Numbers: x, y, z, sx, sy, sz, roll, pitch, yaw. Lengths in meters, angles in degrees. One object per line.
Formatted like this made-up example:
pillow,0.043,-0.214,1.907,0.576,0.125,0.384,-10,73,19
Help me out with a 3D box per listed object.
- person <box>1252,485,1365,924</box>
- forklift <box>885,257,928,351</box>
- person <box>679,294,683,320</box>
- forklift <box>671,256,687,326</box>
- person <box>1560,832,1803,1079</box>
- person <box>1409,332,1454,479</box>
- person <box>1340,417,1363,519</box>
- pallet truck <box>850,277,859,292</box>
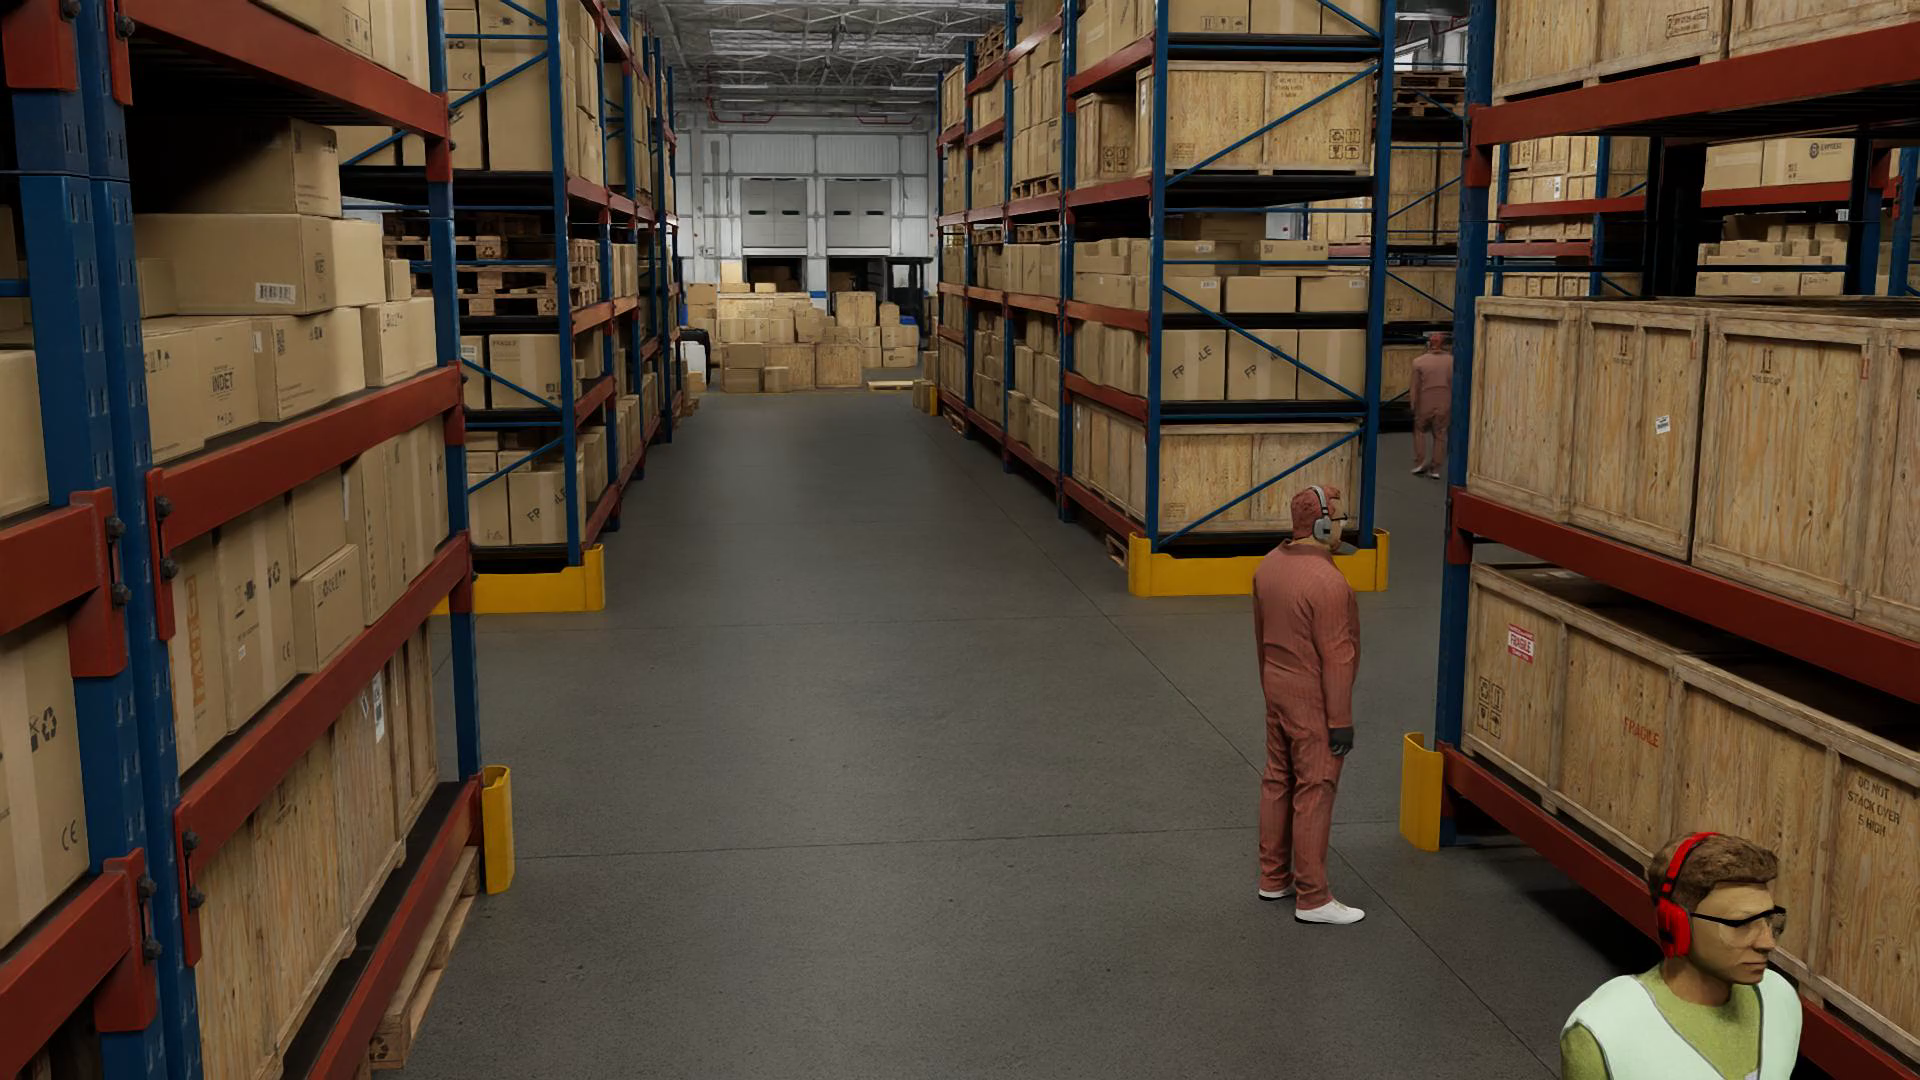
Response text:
person,1.538,0.709,7.270,0.407,1.910,0.638,-4,10,-20
forklift,-1.713,-6.905,48.766,1.129,2.768,1.873,5,11,26
person,-9.808,-7.835,56.993,0.633,1.918,0.779,-6,12,-33
forklift,-10.432,-8.868,60.195,1.873,2.768,1.129,9,13,43
person,1.355,1.438,3.190,0.565,1.850,0.390,-6,11,-30
person,6.142,-1.754,21.649,0.673,1.883,0.703,0,10,2
person,4.192,-1.063,18.215,0.319,1.690,0.530,-8,13,-40
pallet truck,-3.782,-9.391,65.808,1.885,1.965,0.823,2,10,10
